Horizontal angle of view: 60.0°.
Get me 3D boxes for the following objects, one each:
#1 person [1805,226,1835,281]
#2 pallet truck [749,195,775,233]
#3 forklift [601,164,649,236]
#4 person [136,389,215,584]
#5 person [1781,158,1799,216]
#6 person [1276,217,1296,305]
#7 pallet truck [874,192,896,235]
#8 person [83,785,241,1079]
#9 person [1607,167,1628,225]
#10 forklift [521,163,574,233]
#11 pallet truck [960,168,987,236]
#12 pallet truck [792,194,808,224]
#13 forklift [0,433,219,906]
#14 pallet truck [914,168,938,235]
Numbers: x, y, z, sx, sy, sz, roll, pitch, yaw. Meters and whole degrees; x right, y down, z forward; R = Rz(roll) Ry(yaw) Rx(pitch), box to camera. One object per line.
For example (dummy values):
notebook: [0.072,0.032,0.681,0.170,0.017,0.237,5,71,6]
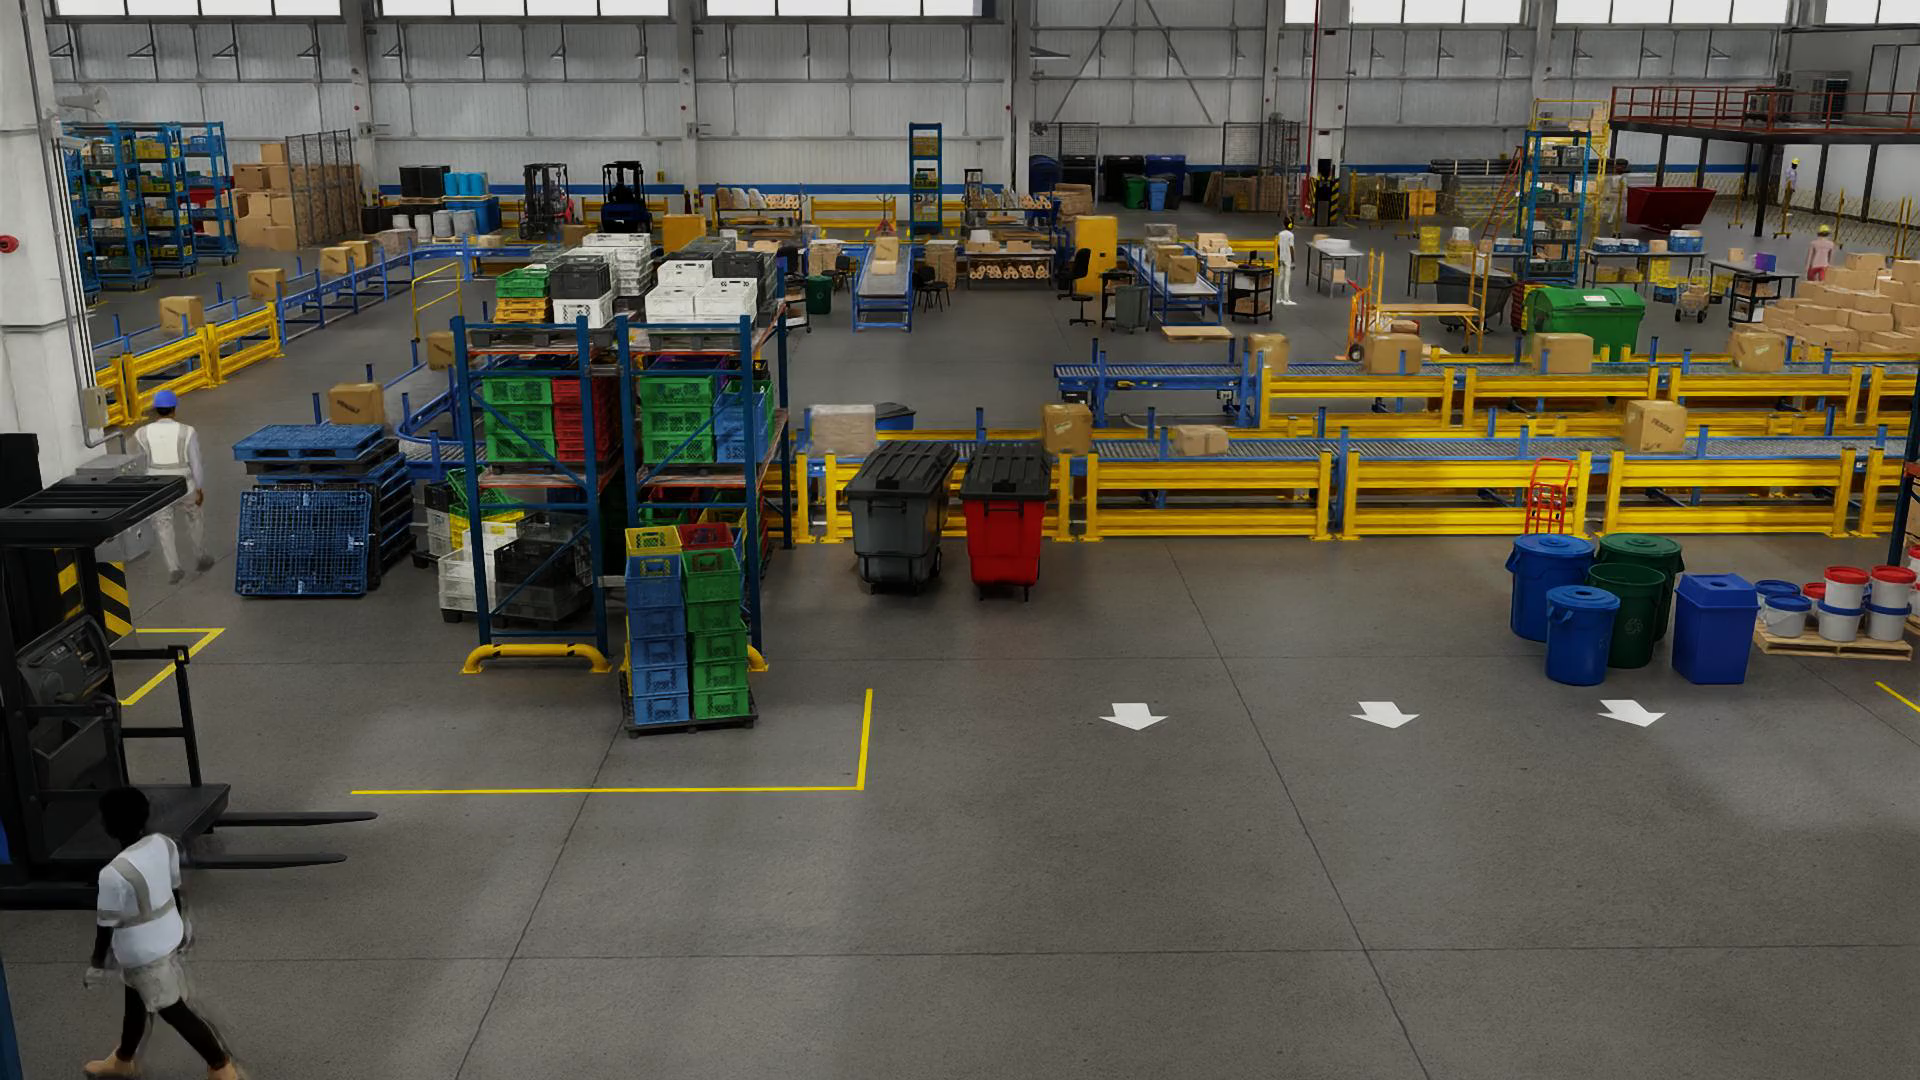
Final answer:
person: [18.177,-5.788,35.238,0.548,1.716,0.911,4,16,13]
pallet truck: [-6.051,-9.967,50.660,0.680,1.201,1.601,0,16,-1]
forklift: [-9.948,-10.127,49.296,1.157,1.987,2.680,-1,16,-3]
person: [-7.912,-0.575,16.779,0.628,1.910,0.848,-3,16,-9]
person: [28.111,-11.936,56.281,0.584,1.917,0.381,-14,21,-40]
person: [7.013,-5.985,35.678,0.328,1.872,0.509,-9,18,-28]
pallet truck: [-2.277,-9.986,50.594,0.653,1.274,1.630,0,16,-1]
person: [-4.038,2.010,8.272,0.867,1.652,0.536,0,16,0]
person: [21.051,-10.992,53.147,0.989,1.827,0.583,-10,19,-31]
forklift: [-12.233,-10.122,49.298,1.157,1.987,2.680,0,16,-1]
pallet truck: [0.383,-10.230,50.206,0.823,1.965,1.885,-1,16,-3]
pallet truck: [-4.814,-9.883,50.259,0.704,1.261,1.522,-1,16,-3]
forklift: [-5.952,0.780,10.366,1.873,2.768,1.129,0,16,-1]
pallet truck: [-0.989,-10.316,50.507,0.823,1.965,1.885,1,16,3]
